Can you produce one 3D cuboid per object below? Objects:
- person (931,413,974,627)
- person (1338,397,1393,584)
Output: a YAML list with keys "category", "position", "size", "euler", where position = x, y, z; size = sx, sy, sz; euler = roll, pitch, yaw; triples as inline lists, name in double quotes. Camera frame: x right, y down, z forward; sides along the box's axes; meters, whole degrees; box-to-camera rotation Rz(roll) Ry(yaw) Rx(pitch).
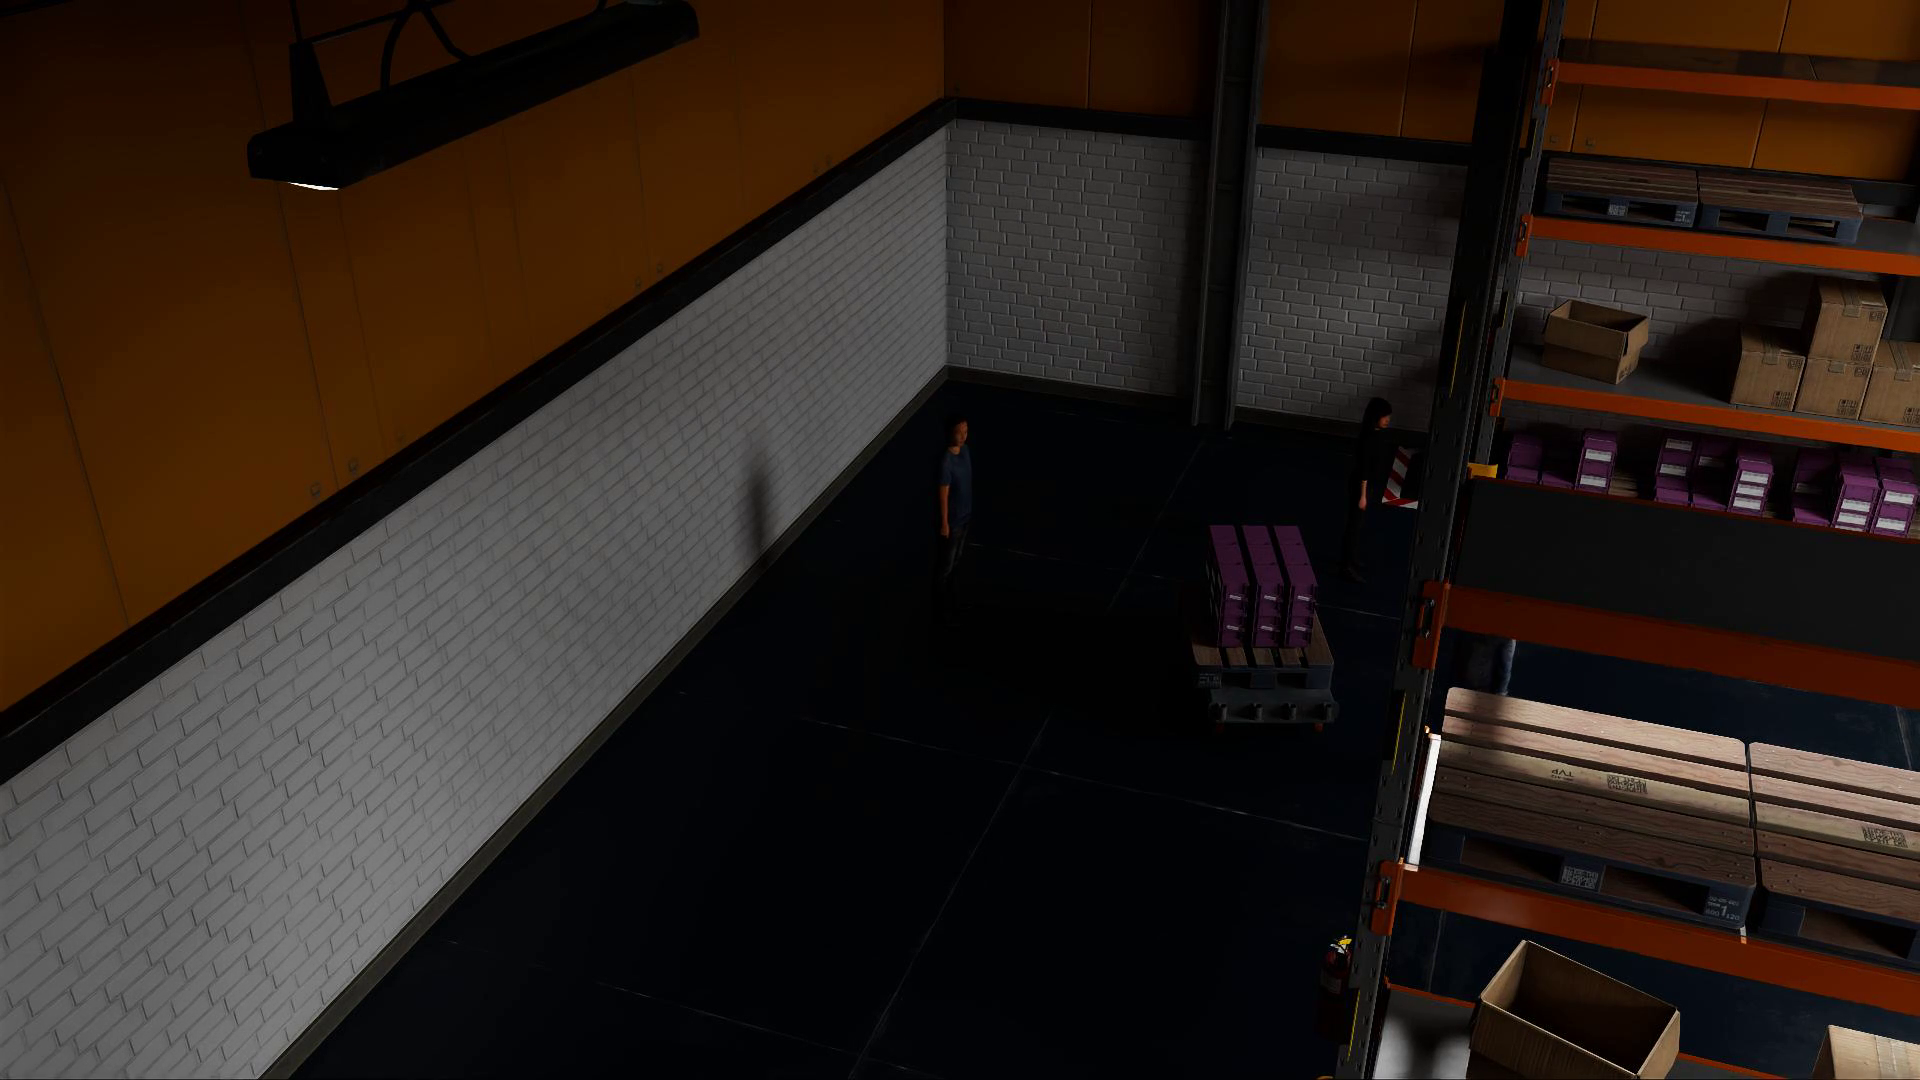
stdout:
- category: "person"
  position: [-0.076, -0.198, 13.398]
  size: [0.530, 1.807, 0.641]
  euler: [11, 30, 19]
- category: "person"
  position: [3.389, -0.449, 14.032]
  size: [0.500, 1.639, 0.567]
  euler: [11, 30, 19]
